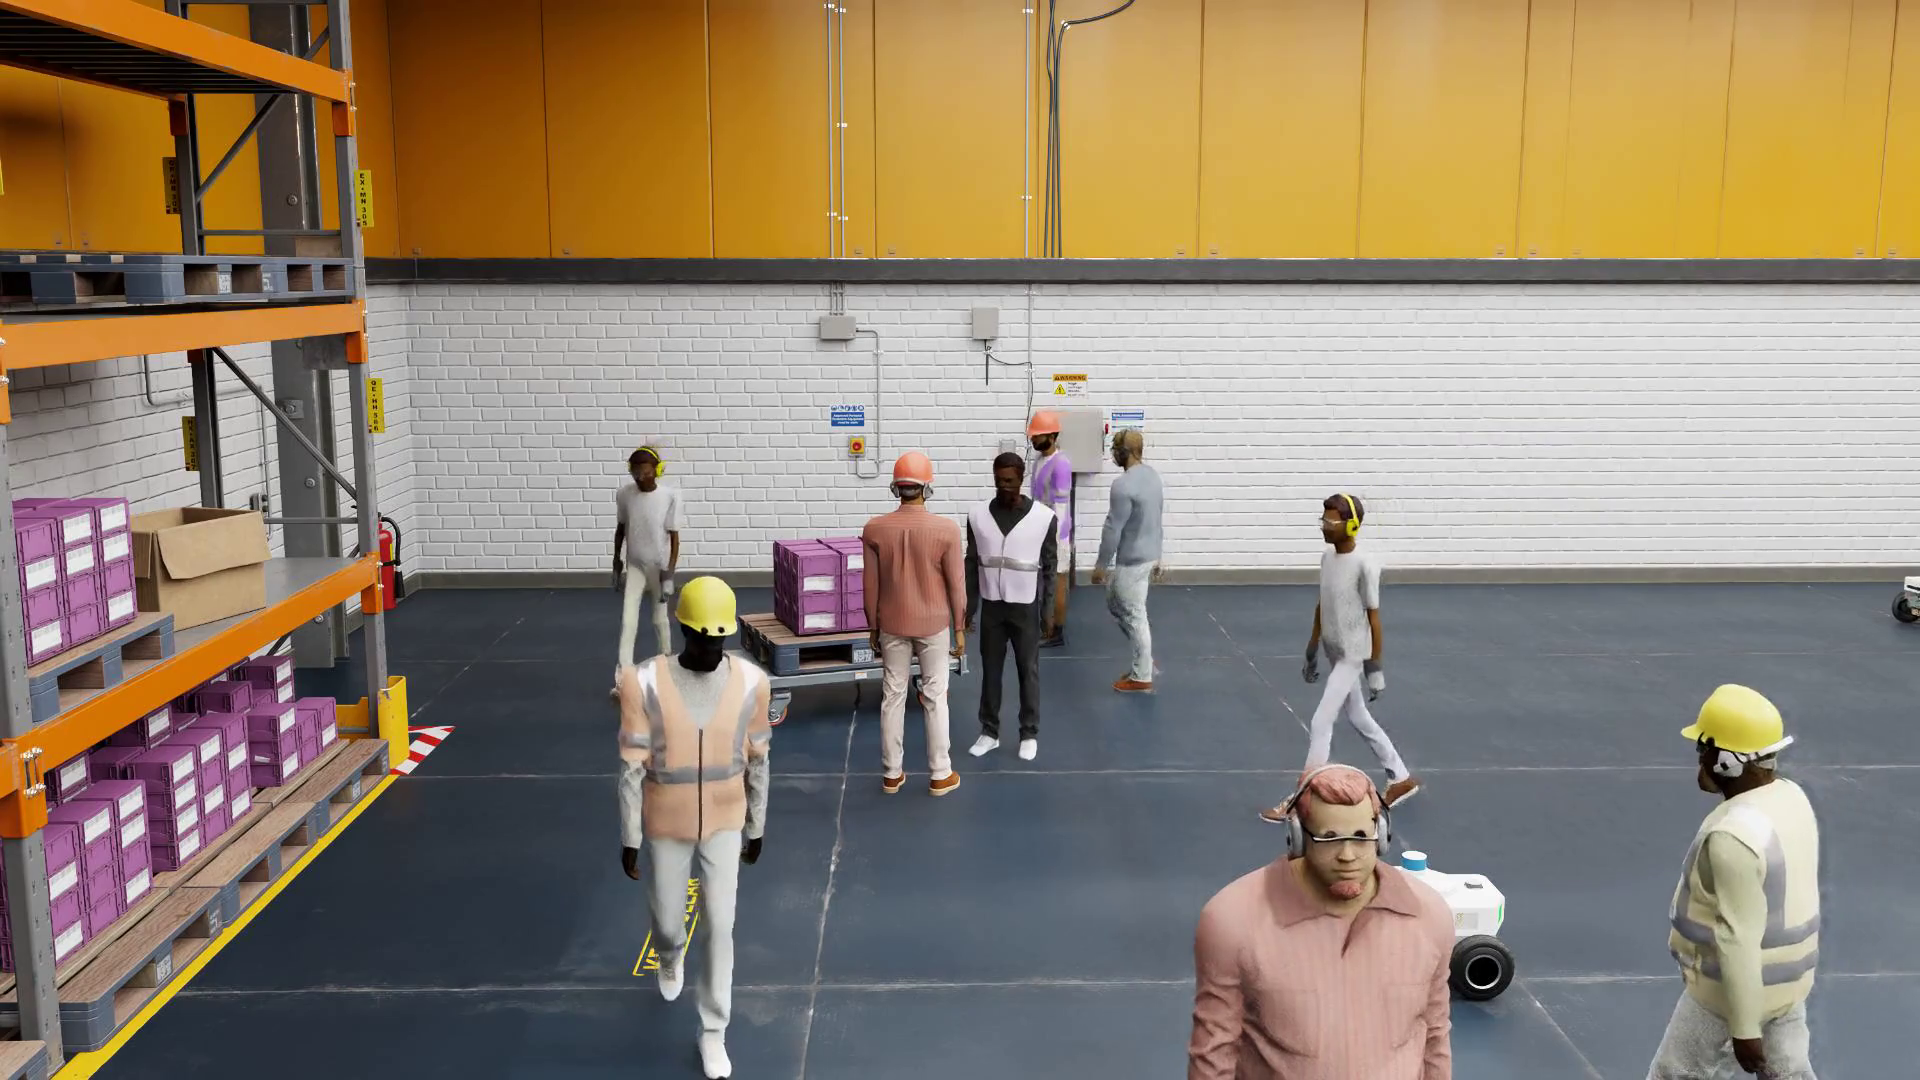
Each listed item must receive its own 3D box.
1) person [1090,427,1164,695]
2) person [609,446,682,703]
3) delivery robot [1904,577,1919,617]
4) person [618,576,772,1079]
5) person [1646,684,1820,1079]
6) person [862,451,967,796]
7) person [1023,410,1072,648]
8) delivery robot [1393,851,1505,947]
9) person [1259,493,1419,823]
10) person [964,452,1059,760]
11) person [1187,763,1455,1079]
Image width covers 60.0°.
[{"bbox_3d":[1.201,0.155,11.838,0.454,1.922,0.622,4,10,24],"label":"person"},{"bbox_3d":[-2.236,0.239,11.685,0.579,1.800,0.977,1,9,6],"label":"person"},{"bbox_3d":[8.391,0.427,14.062,0.707,0.478,0.477,-1,9,-7],"label":"delivery robot"},{"bbox_3d":[-1.026,1.049,6.429,0.602,1.898,0.731,-3,10,-17],"label":"person"},{"bbox_3d":[2.385,1.324,5.096,0.595,1.790,0.918,-8,12,-41],"label":"person"},{"bbox_3d":[-0.256,0.485,9.585,0.612,1.996,0.376,2,9,12],"label":"person"},{"bbox_3d":[0.679,-0.077,13.254,0.419,1.920,0.586,-3,10,-20],"label":"person"},{"bbox_3d":[1.919,1.568,7.068,0.707,0.478,0.477,0,9,-1],"label":"delivery robot"},{"bbox_3d":[2.154,0.637,9.189,0.967,1.832,0.539,-2,10,-14],"label":"person"},{"bbox_3d":[0.312,0.401,10.340,0.596,1.916,0.373,3,10,18],"label":"person"},{"bbox_3d":[0.863,1.451,3.938,0.651,1.906,0.403,-1,9,-6],"label":"person"}]
